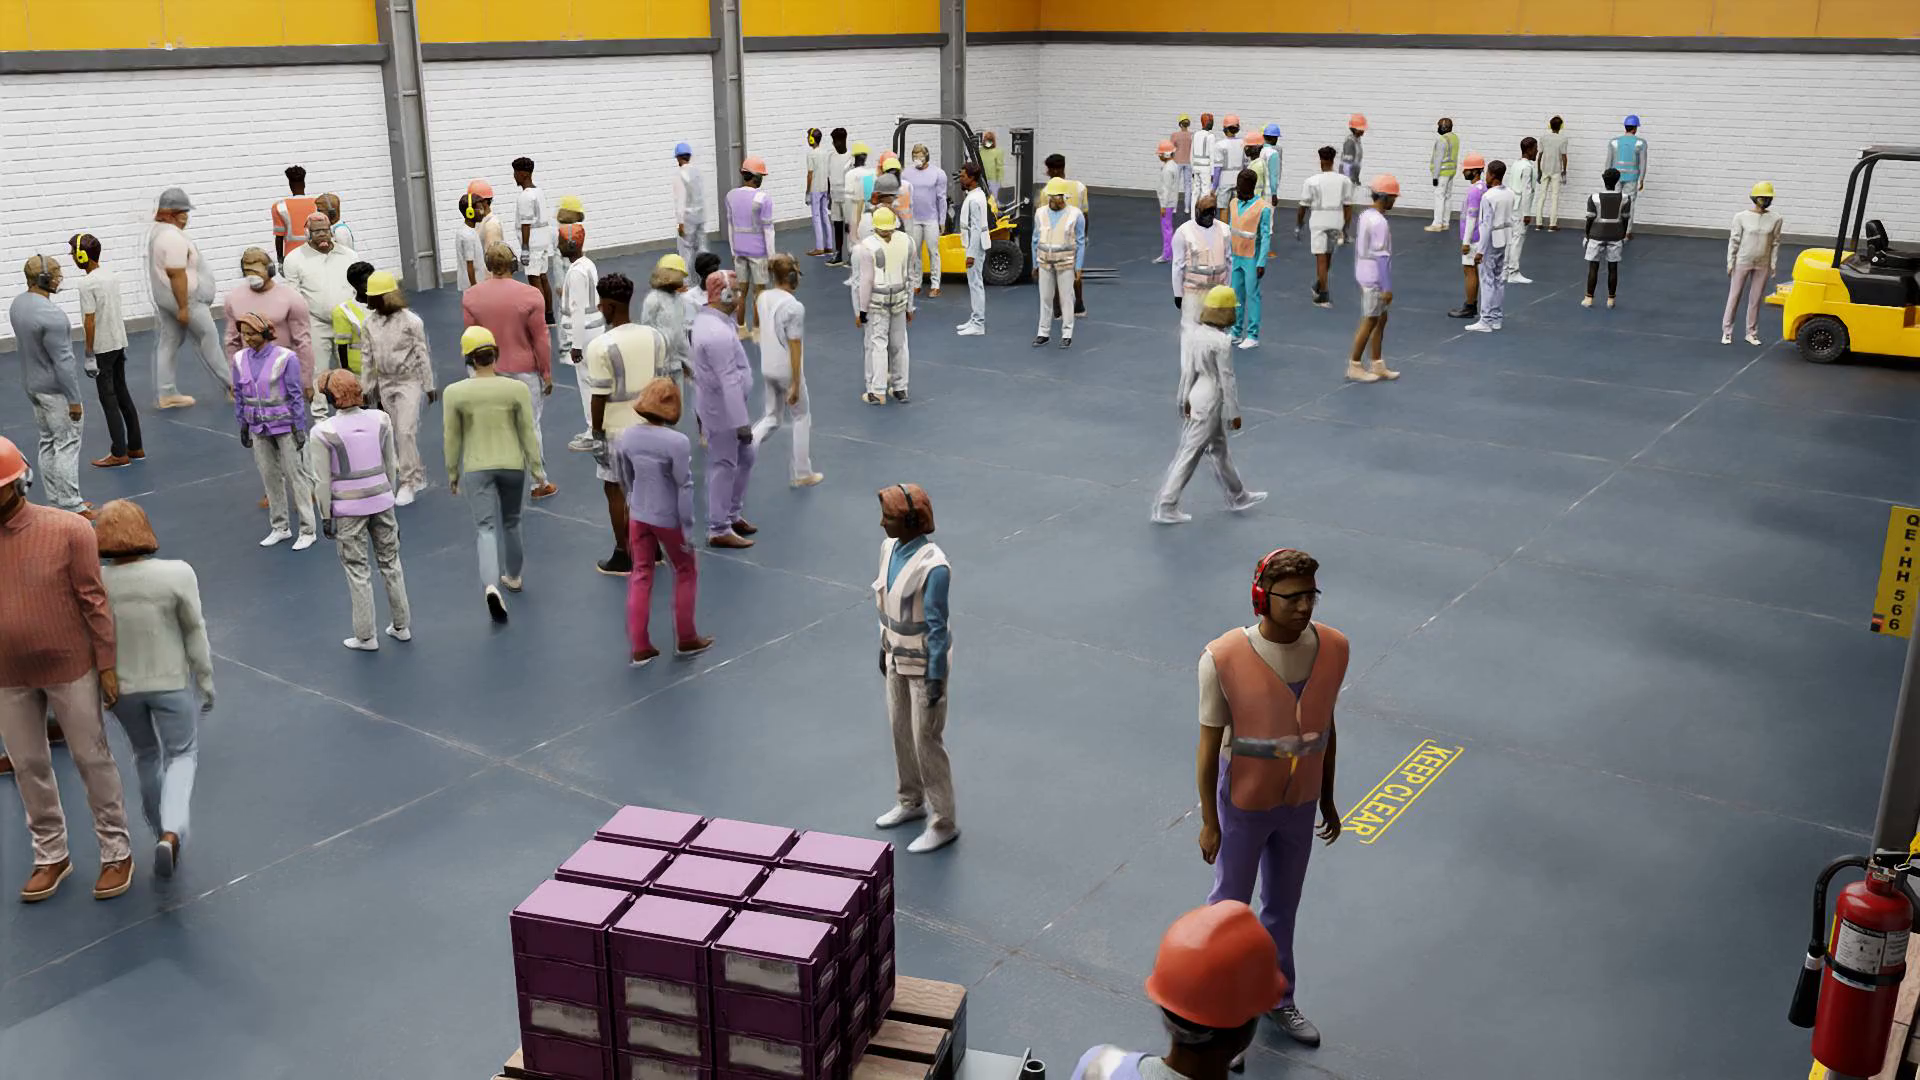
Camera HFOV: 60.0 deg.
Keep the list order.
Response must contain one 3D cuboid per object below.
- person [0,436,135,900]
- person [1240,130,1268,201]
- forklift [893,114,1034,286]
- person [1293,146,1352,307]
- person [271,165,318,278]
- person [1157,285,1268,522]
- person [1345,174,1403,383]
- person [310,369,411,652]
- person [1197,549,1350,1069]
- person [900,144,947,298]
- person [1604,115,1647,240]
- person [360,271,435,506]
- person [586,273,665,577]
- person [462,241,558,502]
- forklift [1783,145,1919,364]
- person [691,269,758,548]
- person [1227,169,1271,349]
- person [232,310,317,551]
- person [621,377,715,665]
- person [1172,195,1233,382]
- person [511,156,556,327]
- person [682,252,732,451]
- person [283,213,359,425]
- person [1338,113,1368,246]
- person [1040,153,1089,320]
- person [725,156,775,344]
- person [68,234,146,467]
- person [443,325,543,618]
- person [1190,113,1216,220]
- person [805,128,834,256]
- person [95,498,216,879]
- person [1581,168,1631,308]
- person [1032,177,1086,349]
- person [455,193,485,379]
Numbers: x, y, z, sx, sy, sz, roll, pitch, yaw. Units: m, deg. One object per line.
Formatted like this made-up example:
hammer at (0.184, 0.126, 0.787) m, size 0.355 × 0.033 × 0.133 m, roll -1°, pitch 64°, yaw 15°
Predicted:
person at (-3.739, 0.524, 6.723) m, size 0.631 × 1.980 × 0.410 m, roll -3°, pitch 18°, yaw -9°
person at (3.794, -4.294, 21.683) m, size 0.368 × 2.046 × 0.608 m, roll 2°, pitch 18°, yaw 7°
forklift at (-0.171, -4.594, 22.377) m, size 2.313 × 2.155 × 1.214 m, roll 1°, pitch 18°, yaw 3°
person at (4.490, -3.913, 20.681) m, size 0.645 × 1.908 × 0.997 m, roll -3°, pitch 18°, yaw -9°
person at (-7.032, -3.034, 17.892) m, size 0.608 × 1.954 × 0.387 m, roll -9°, pitch 20°, yaw -26°
person at (1.818, -0.965, 11.834) m, size 0.920 × 1.690 × 0.512 m, roll -4°, pitch 18°, yaw -13°
person at (4.089, -2.532, 16.205) m, size 0.558 × 2.025 × 0.659 m, roll 1°, pitch 18°, yaw 3°
person at (-3.409, -0.168, 9.457) m, size 0.323 × 1.630 × 0.509 m, roll 15°, pitch 23°, yaw 38°
person at (1.058, 0.903, 5.739) m, size 0.565 × 1.850 × 0.390 m, roll -8°, pitch 19°, yaw -24°
person at (-0.475, -4.045, 21.101) m, size 0.635 × 1.929 × 0.384 m, roll 5°, pitch 18°, yaw 15°
person at (10.531, -5.734, 26.346) m, size 0.615 × 1.942 × 0.398 m, roll 10°, pitch 20°, yaw 28°
person at (-4.192, -1.111, 12.249) m, size 0.504 × 1.716 × 0.716 m, roll 4°, pitch 18°, yaw 14°
person at (-2.141, -0.742, 10.722) m, size 0.370 × 1.955 × 0.614 m, roll 14°, pitch 22°, yaw 37°
person at (-3.308, -1.233, 12.280) m, size 0.631 × 1.940 × 0.372 m, roll 2°, pitch 18°, yaw 5°
forklift at (9.803, -2.879, 17.013) m, size 2.313 × 2.155 × 1.214 m, roll 12°, pitch 21°, yaw 33°
person at (-1.549, -0.867, 11.218) m, size 0.477 × 1.893 × 0.700 m, roll -3°, pitch 18°, yaw -10°
person at (3.101, -3.035, 17.953) m, size 0.399 × 1.916 × 0.590 m, roll -11°, pitch 21°, yaw -30°
person at (-4.642, -0.743, 11.245) m, size 0.523 × 1.631 × 0.324 m, roll 4°, pitch 18°, yaw 13°
person at (-1.644, -0.110, 9.265) m, size 0.536 × 1.608 × 0.598 m, roll 9°, pitch 20°, yaw 26°
person at (2.367, -2.444, 16.251) m, size 0.635 × 1.830 × 0.429 m, roll -6°, pitch 19°, yaw -19°
person at (-4.859, -3.360, 18.920) m, size 0.378 × 1.952 × 0.599 m, roll 1°, pitch 18°, yaw 2°
person at (-2.005, -1.515, 13.579) m, size 0.546 × 1.671 × 0.566 m, roll -17°, pitch 24°, yaw -42°
person at (-5.371, -1.827, 14.188) m, size 0.641 × 1.908 × 0.407 m, roll -13°, pitch 22°, yaw -35°
person at (6.063, -5.588, 25.788) m, size 0.460 × 2.021 × 0.808 m, roll 6°, pitch 19°, yaw 19°
person at (1.226, -3.561, 19.586) m, size 0.669 × 1.945 × 0.427 m, roll -9°, pitch 20°, yaw -26°
person at (-2.245, -3.150, 18.141) m, size 0.612 × 2.029 × 0.407 m, roll 11°, pitch 21°, yaw 31°
person at (-6.831, -1.509, 13.279) m, size 0.337 × 1.858 × 0.523 m, roll 1°, pitch 18°, yaw 2°
person at (-2.819, -0.424, 10.092) m, size 0.550 × 1.729 × 0.835 m, roll -7°, pitch 19°, yaw -20°
person at (4.073, -6.160, 27.776) m, size 0.340 × 1.882 × 0.585 m, roll -10°, pitch 20°, yaw -29°
person at (-2.099, -5.167, 24.710) m, size 0.333 × 1.864 × 0.509 m, roll 11°, pitch 21°, yaw 32°
person at (-3.397, 0.646, 6.932) m, size 0.525 × 1.601 × 0.624 m, roll -5°, pitch 18°, yaw -15°
person at (7.900, -3.689, 20.358) m, size 0.532 × 1.693 × 0.319 m, roll 3°, pitch 18°, yaw 9°
person at (1.043, -2.976, 17.902) m, size 0.592 × 1.832 × 0.404 m, roll 8°, pitch 19°, yaw 24°
person at (-4.688, -2.406, 16.080) m, size 0.322 × 1.861 × 0.514 m, roll -6°, pitch 19°, yaw -17°
